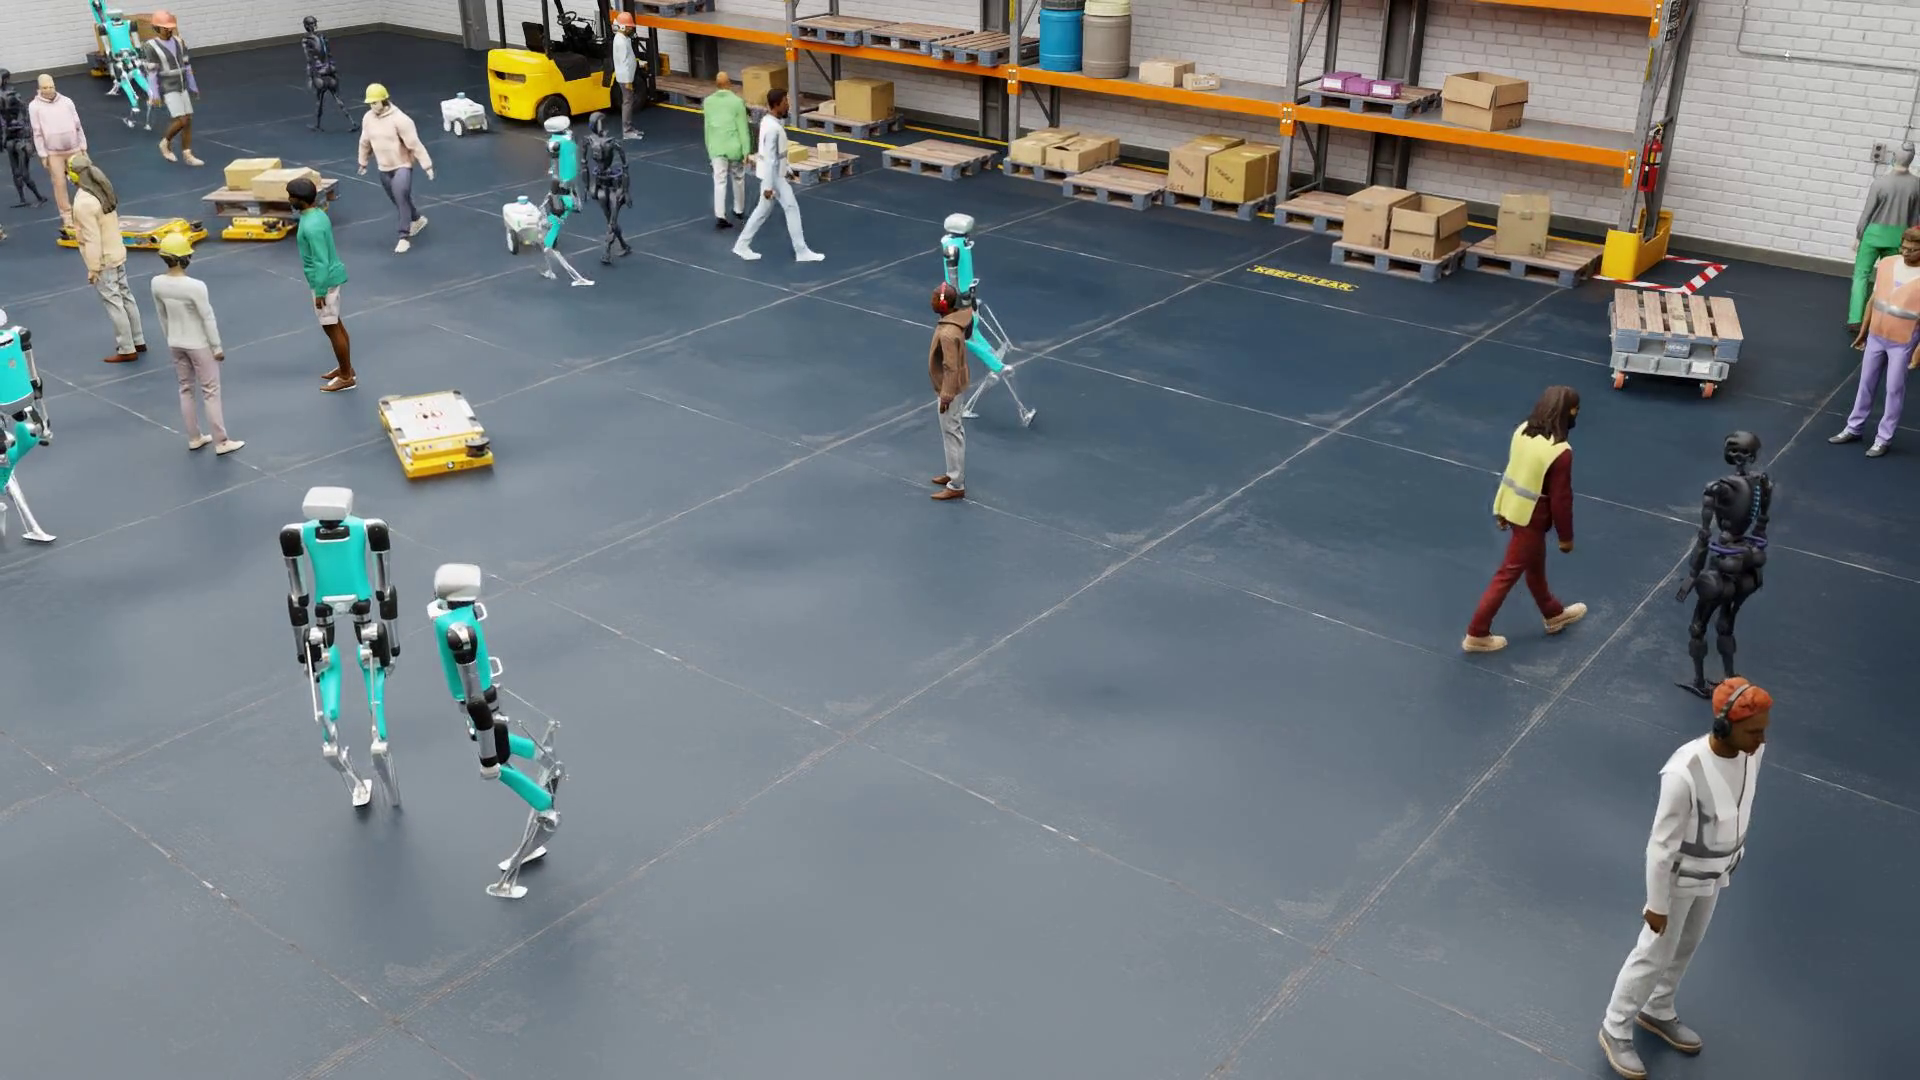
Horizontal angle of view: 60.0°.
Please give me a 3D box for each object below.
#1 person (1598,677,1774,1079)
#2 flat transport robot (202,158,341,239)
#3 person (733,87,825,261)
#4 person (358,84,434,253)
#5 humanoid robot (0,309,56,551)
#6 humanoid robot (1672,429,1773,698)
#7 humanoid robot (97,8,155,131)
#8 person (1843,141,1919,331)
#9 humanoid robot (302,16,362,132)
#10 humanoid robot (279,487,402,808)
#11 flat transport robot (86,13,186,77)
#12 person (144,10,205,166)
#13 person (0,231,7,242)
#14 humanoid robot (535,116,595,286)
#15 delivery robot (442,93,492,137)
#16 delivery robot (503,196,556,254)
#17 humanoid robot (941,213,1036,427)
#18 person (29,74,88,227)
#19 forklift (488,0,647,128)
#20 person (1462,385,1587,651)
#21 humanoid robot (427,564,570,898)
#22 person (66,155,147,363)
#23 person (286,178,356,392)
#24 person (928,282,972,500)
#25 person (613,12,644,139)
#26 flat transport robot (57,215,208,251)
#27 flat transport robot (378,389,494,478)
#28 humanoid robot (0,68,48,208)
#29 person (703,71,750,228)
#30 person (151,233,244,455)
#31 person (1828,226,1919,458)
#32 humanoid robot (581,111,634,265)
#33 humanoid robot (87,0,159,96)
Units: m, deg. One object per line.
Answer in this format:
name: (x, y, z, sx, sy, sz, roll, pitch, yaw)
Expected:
person: (3.009, 1.385, 6.863, 0.580, 1.877, 0.355, -17, 30, -31)
flat transport robot: (-7.984, -3.787, 19.414, 0.659, 0.231, 1.431, 2, 26, 4)
person: (-2.012, -3.905, 17.817, 0.969, 1.874, 0.595, -4, 26, -8)
person: (-6.216, -4.170, 18.416, 0.857, 1.826, 0.817, 7, 27, 15)
humanoid robot: (-6.617, -0.686, 11.440, 0.702, 1.911, 0.550, 7, 27, 15)
humanoid robot: (4.448, 0.157, 9.638, 0.611, 1.629, 0.404, -12, 28, -24)
humanoid robot: (-11.716, -6.592, 23.528, 0.544, 1.731, 1.009, -20, 32, -36)
person: (8.744, -2.870, 15.727, 0.517, 1.844, 0.447, 5, 26, 10)
humanoid robot: (-9.065, -6.630, 23.747, 0.829, 1.622, 0.598, 8, 27, 16)
humanoid robot: (-3.137, 0.703, 8.547, 0.548, 1.901, 0.728, -6, 26, -12)
flat transport robot: (-13.810, -7.925, 27.984, 1.431, 0.231, 0.659, 9, 27, 17)
person: (-10.312, -5.911, 21.807, 0.503, 2.023, 0.602, 8, 27, 17)
person: (-11.152, -4.168, 18.367, 0.927, 1.866, 0.632, 2, 26, 4)
humanoid robot: (-4.268, -3.468, 17.117, 0.917, 1.782, 0.567, 6, 26, 12)
delivery robot: (-7.129, -6.114, 23.905, 0.499, 0.595, 0.797, -23, 34, -39)
delivery robot: (-4.836, -3.520, 18.529, 0.499, 0.592, 0.783, -12, 28, -24)
humanoid robot: (0.300, -1.737, 13.536, 0.901, 1.810, 0.551, 5, 26, 10)
person: (-10.262, -4.427, 19.011, 0.532, 1.775, 0.423, -19, 32, -35)
forklift: (-5.874, -7.334, 24.552, 1.214, 2.155, 2.313, 19, 32, 34)
person: (3.570, -0.120, 10.151, 0.929, 1.718, 0.487, -4, 26, -9)
humanoid robot: (-2.126, 0.895, 8.018, 0.665, 1.783, 0.556, -10, 28, -21)
person: (-7.676, -2.525, 14.957, 0.390, 1.874, 0.564, -1, 26, -3)
person: (-5.459, -2.197, 14.305, 0.376, 1.847, 0.507, -6, 27, -13)
person: (-0.069, -1.097, 12.247, 0.310, 1.650, 0.470, 1, 26, 3)
person: (-4.674, -6.531, 23.409, 0.351, 1.737, 0.572, -5, 26, -11)
flat transport robot: (-9.316, -3.451, 18.717, 1.431, 0.231, 0.659, 4, 26, 8)
flat transport robot: (-4.239, -0.879, 13.391, 0.659, 0.231, 1.431, -12, 28, -23)
humanoid robot: (-11.304, -4.793, 19.888, 0.593, 1.659, 0.396, 10, 28, 21)
person: (-2.688, -4.503, 19.209, 0.541, 1.745, 0.846, 0, 26, -1)
person: (-6.005, -1.533, 13.031, 0.524, 1.762, 0.322, 9, 27, 18)
person: (7.293, -1.554, 12.985, 0.389, 1.838, 0.563, -13, 28, -24)
humanoid robot: (-3.782, -3.786, 17.830, 0.616, 1.626, 0.683, 10, 27, 19)
humanoid robot: (-13.069, -7.822, 26.146, 1.044, 1.739, 0.534, -13, 29, -24)
